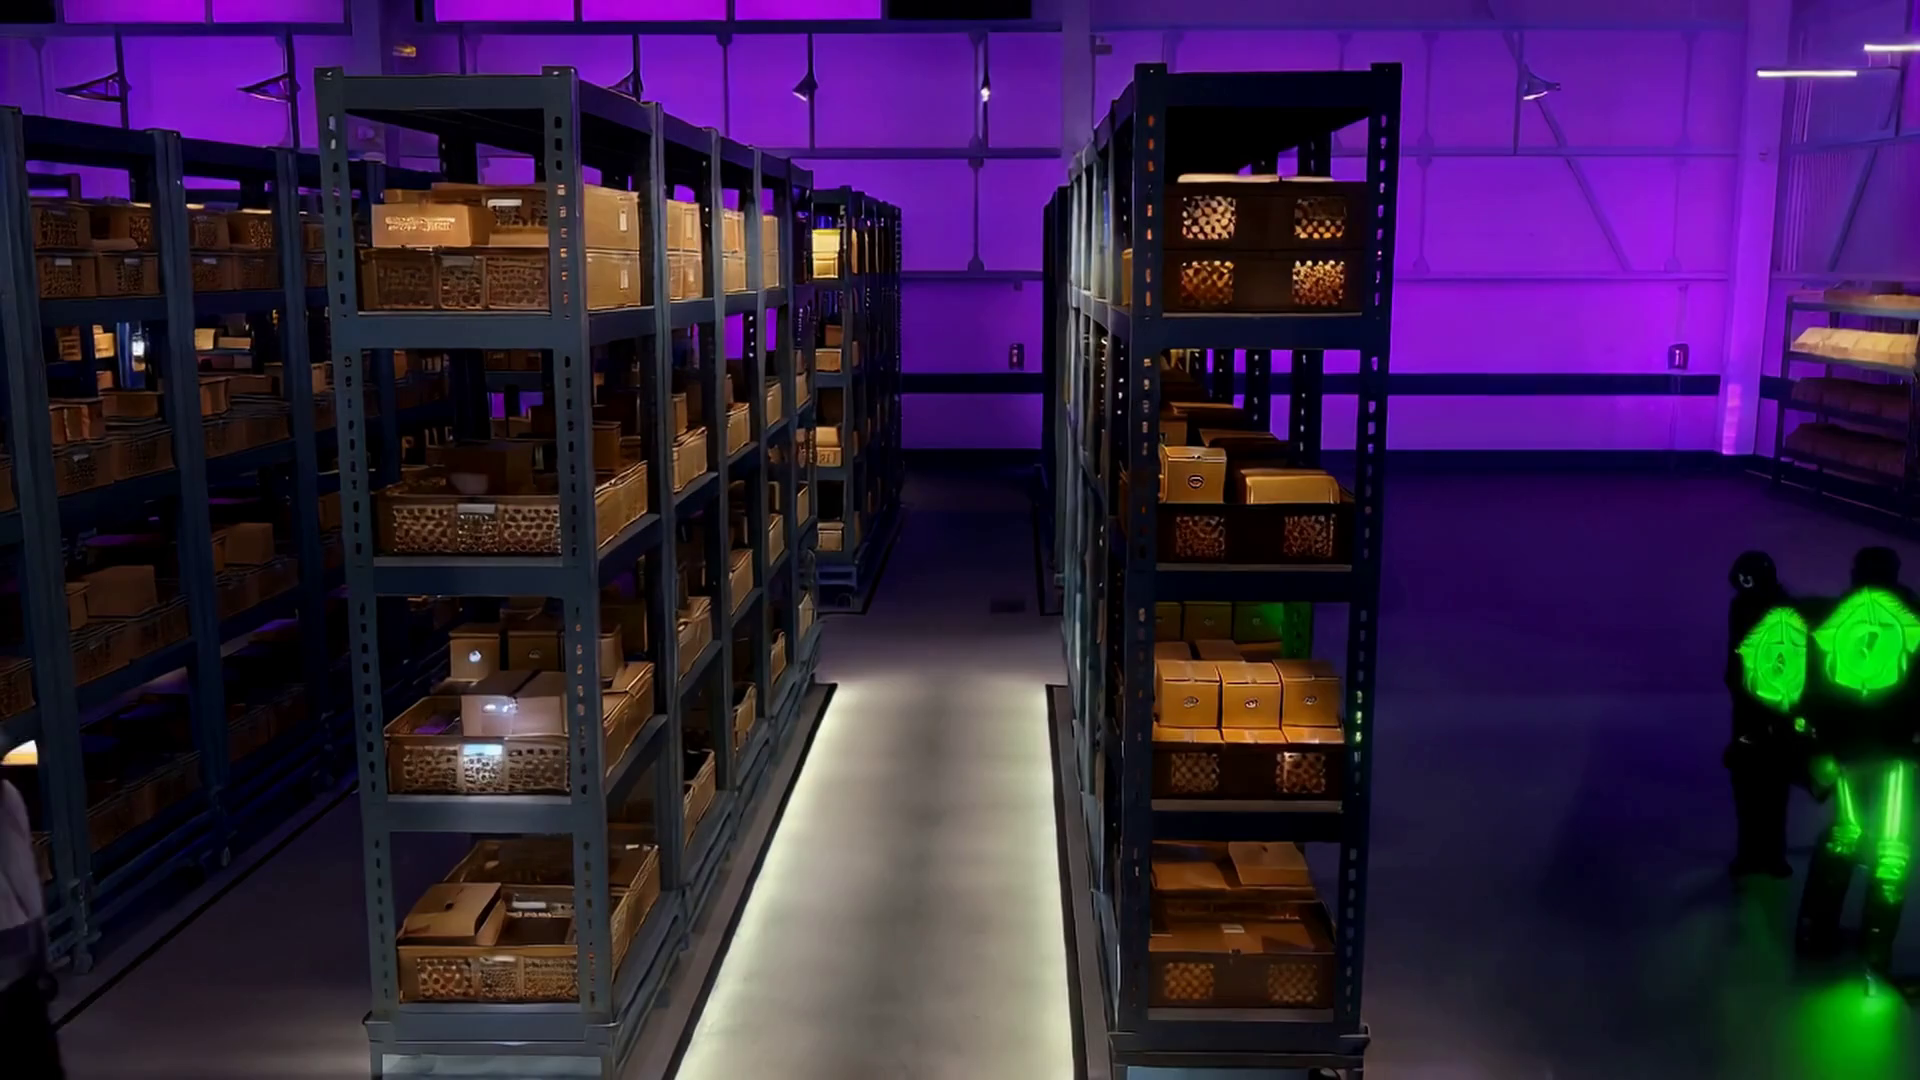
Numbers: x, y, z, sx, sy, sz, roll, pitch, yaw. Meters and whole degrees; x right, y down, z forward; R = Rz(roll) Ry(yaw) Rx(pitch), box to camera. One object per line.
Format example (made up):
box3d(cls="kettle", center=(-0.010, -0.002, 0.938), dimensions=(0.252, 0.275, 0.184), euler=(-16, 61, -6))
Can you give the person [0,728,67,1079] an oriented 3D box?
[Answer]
box3d(cls="person", center=(-2.927, 1.311, 4.860), dimensions=(0.506, 1.815, 0.611), euler=(1, 10, 6))
